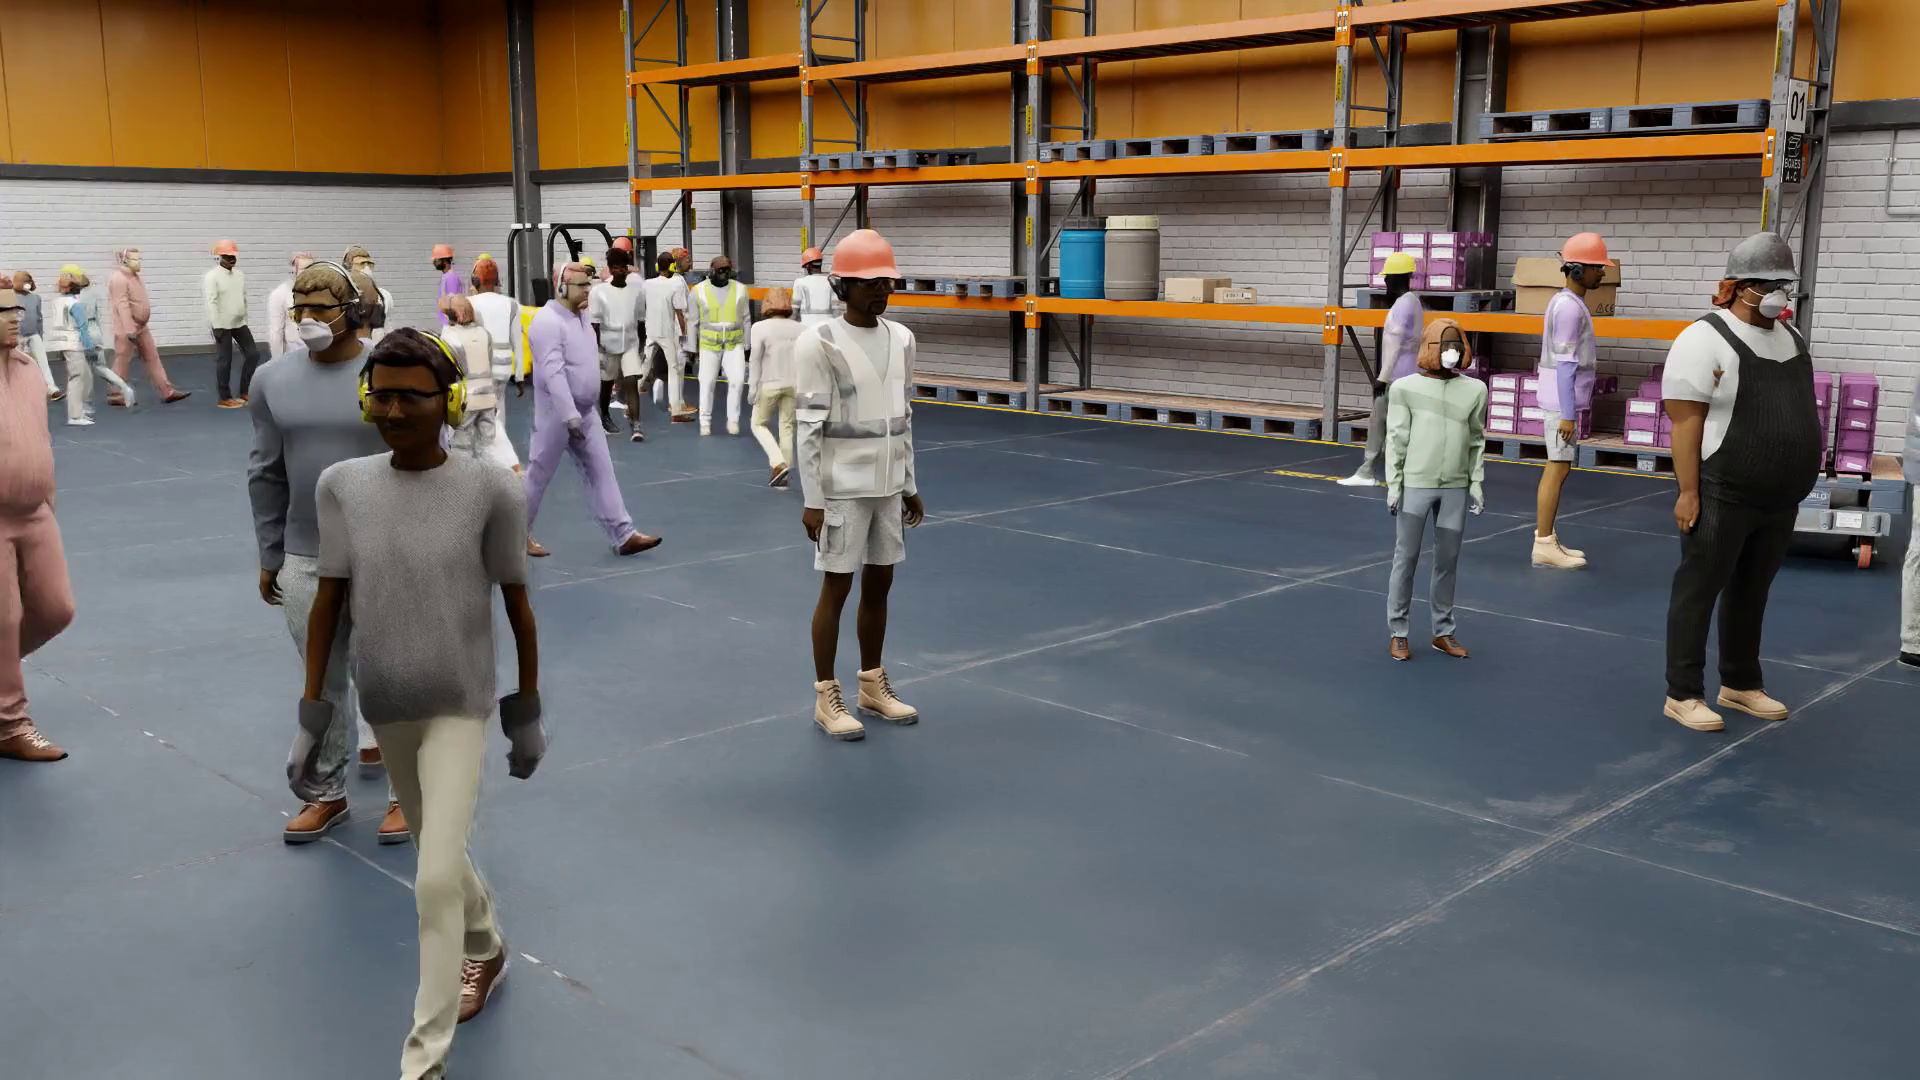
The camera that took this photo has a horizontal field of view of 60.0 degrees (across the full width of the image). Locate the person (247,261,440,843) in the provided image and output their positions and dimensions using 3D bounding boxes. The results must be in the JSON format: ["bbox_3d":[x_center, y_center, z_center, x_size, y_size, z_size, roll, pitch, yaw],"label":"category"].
[{"bbox_3d":[-2.030,0.054,5.529,0.633,1.938,0.356,0,10,2],"label":"person"}]

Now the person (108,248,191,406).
[{"bbox_3d":[-9.721,-2.525,19.787,0.930,1.866,0.668,0,10,-2],"label":"person"}]

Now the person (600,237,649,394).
[{"bbox_3d":[-4.271,-2.844,21.173,0.610,1.996,0.378,3,11,17],"label":"person"}]

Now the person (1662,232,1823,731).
[{"bbox_3d":[3.243,-0.237,6.836,0.688,2.000,0.539,-5,11,-25],"label":"person"}]

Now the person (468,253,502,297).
[{"bbox_3d":[-6.899,-3.291,24.263,0.524,1.760,0.327,2,11,11],"label":"person"}]

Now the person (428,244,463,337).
[{"bbox_3d":[-6.270,-2.716,20.685,0.587,1.915,0.554,-4,11,-21],"label":"person"}]

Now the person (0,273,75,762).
[{"bbox_3d":[-3.746,-0.079,6.400,0.520,1.890,0.646,2,11,13],"label":"person"}]

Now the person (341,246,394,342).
[{"bbox_3d":[-4.563,-1.264,12.714,0.372,1.940,0.630,7,12,33],"label":"person"}]

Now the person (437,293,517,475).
[{"bbox_3d":[-3.428,-0.942,11.820,0.547,1.617,0.527,6,12,31],"label":"person"}]

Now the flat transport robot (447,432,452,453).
[{"bbox_3d":[-5.180,-0.809,14.782,1.431,0.197,0.652,-4,11,-22],"label":"flat transport robot"}]

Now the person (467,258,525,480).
[{"bbox_3d":[-3.773,-1.343,13.408,0.935,1.849,0.584,9,14,42],"label":"person"}]

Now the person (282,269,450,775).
[{"bbox_3d":[-2.314,-0.104,6.528,0.658,1.881,1.023,-2,11,-10],"label":"person"}]

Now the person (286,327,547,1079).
[{"bbox_3d":[-1.276,0.406,3.961,0.517,1.821,0.997,1,10,7],"label":"person"}]

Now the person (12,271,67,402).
[{"bbox_3d":[-11.178,-2.428,20.000,0.839,1.586,0.501,6,12,28],"label":"person"}]

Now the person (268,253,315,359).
[{"bbox_3d":[-5.925,-1.694,15.290,0.999,1.855,0.648,8,13,37],"label":"person"}]

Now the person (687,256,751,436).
[{"bbox_3d":[-2.413,-1.940,16.753,0.661,1.809,0.631,-3,11,-15],"label":"person"}]

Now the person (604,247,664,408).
[{"bbox_3d":[-3.824,-2.445,19.297,0.763,1.885,0.617,7,13,35],"label":"person"}]

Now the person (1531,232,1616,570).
[{"bbox_3d":[3.714,-0.834,10.109,0.400,2.039,0.606,3,11,18],"label":"person"}]

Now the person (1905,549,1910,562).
[{"bbox_3d":[5.617,-0.572,9.219,0.547,1.847,0.562,-5,12,-27],"label":"person"}]

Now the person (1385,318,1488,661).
[{"bbox_3d":[2.271,-0.239,7.952,0.500,1.636,0.282,-2,11,-9],"label":"person"}]

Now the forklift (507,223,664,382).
[{"bbox_3d":[-5.316,-3.263,22.920,2.313,2.155,1.214,-10,14,-44],"label":"forklift"}]

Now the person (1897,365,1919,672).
[{"bbox_3d":[4.603,-0.291,7.719,0.403,1.835,0.601,8,13,38],"label":"person"}]

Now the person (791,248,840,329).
[{"bbox_3d":[-1.649,-2.414,19.172,0.544,1.880,0.951,-5,11,-24],"label":"person"}]

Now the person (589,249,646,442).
[{"bbox_3d":[-3.401,-1.932,16.539,0.599,1.903,1.048,-6,12,-28],"label":"person"}]

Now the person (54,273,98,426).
[{"bbox_3d":[-9.386,-2.024,17.721,0.428,1.625,0.528,-10,14,-43],"label":"person"}]

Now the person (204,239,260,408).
[{"bbox_3d":[-8.467,-2.509,19.409,0.622,1.970,0.649,4,11,21],"label":"person"}]

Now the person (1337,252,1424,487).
[{"bbox_3d":[3.478,-1.327,13.178,0.836,1.897,0.592,3,11,14],"label":"person"}]

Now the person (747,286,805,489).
[{"bbox_3d":[-1.441,-1.194,13.180,0.531,1.620,0.370,-7,13,-34],"label":"person"}]

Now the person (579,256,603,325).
[{"bbox_3d":[-4.550,-2.598,20.471,0.525,1.765,0.329,-8,13,-38],"label":"person"}]

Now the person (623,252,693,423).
[{"bbox_3d":[-3.278,-2.166,17.908,0.769,1.845,0.535,4,11,20],"label":"person"}]

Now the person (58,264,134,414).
[{"bbox_3d":[-9.793,-2.261,18.793,0.699,1.700,0.533,2,11,10],"label":"person"}]

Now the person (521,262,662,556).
[{"bbox_3d":[-2.429,-0.799,10.423,1.021,1.853,0.656,3,11,18],"label":"person"}]

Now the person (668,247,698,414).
[{"bbox_3d":[-3.202,-2.387,18.989,0.337,1.882,0.583,-3,11,-14],"label":"person"}]

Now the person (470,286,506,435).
[{"bbox_3d":[-4.747,-1.844,16.691,0.314,1.642,0.514,-7,12,-33],"label":"person"}]

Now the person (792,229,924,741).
[{"bbox_3d":[-0.379,-0.220,6.738,0.386,2.041,0.615,10,14,43],"label":"person"}]
